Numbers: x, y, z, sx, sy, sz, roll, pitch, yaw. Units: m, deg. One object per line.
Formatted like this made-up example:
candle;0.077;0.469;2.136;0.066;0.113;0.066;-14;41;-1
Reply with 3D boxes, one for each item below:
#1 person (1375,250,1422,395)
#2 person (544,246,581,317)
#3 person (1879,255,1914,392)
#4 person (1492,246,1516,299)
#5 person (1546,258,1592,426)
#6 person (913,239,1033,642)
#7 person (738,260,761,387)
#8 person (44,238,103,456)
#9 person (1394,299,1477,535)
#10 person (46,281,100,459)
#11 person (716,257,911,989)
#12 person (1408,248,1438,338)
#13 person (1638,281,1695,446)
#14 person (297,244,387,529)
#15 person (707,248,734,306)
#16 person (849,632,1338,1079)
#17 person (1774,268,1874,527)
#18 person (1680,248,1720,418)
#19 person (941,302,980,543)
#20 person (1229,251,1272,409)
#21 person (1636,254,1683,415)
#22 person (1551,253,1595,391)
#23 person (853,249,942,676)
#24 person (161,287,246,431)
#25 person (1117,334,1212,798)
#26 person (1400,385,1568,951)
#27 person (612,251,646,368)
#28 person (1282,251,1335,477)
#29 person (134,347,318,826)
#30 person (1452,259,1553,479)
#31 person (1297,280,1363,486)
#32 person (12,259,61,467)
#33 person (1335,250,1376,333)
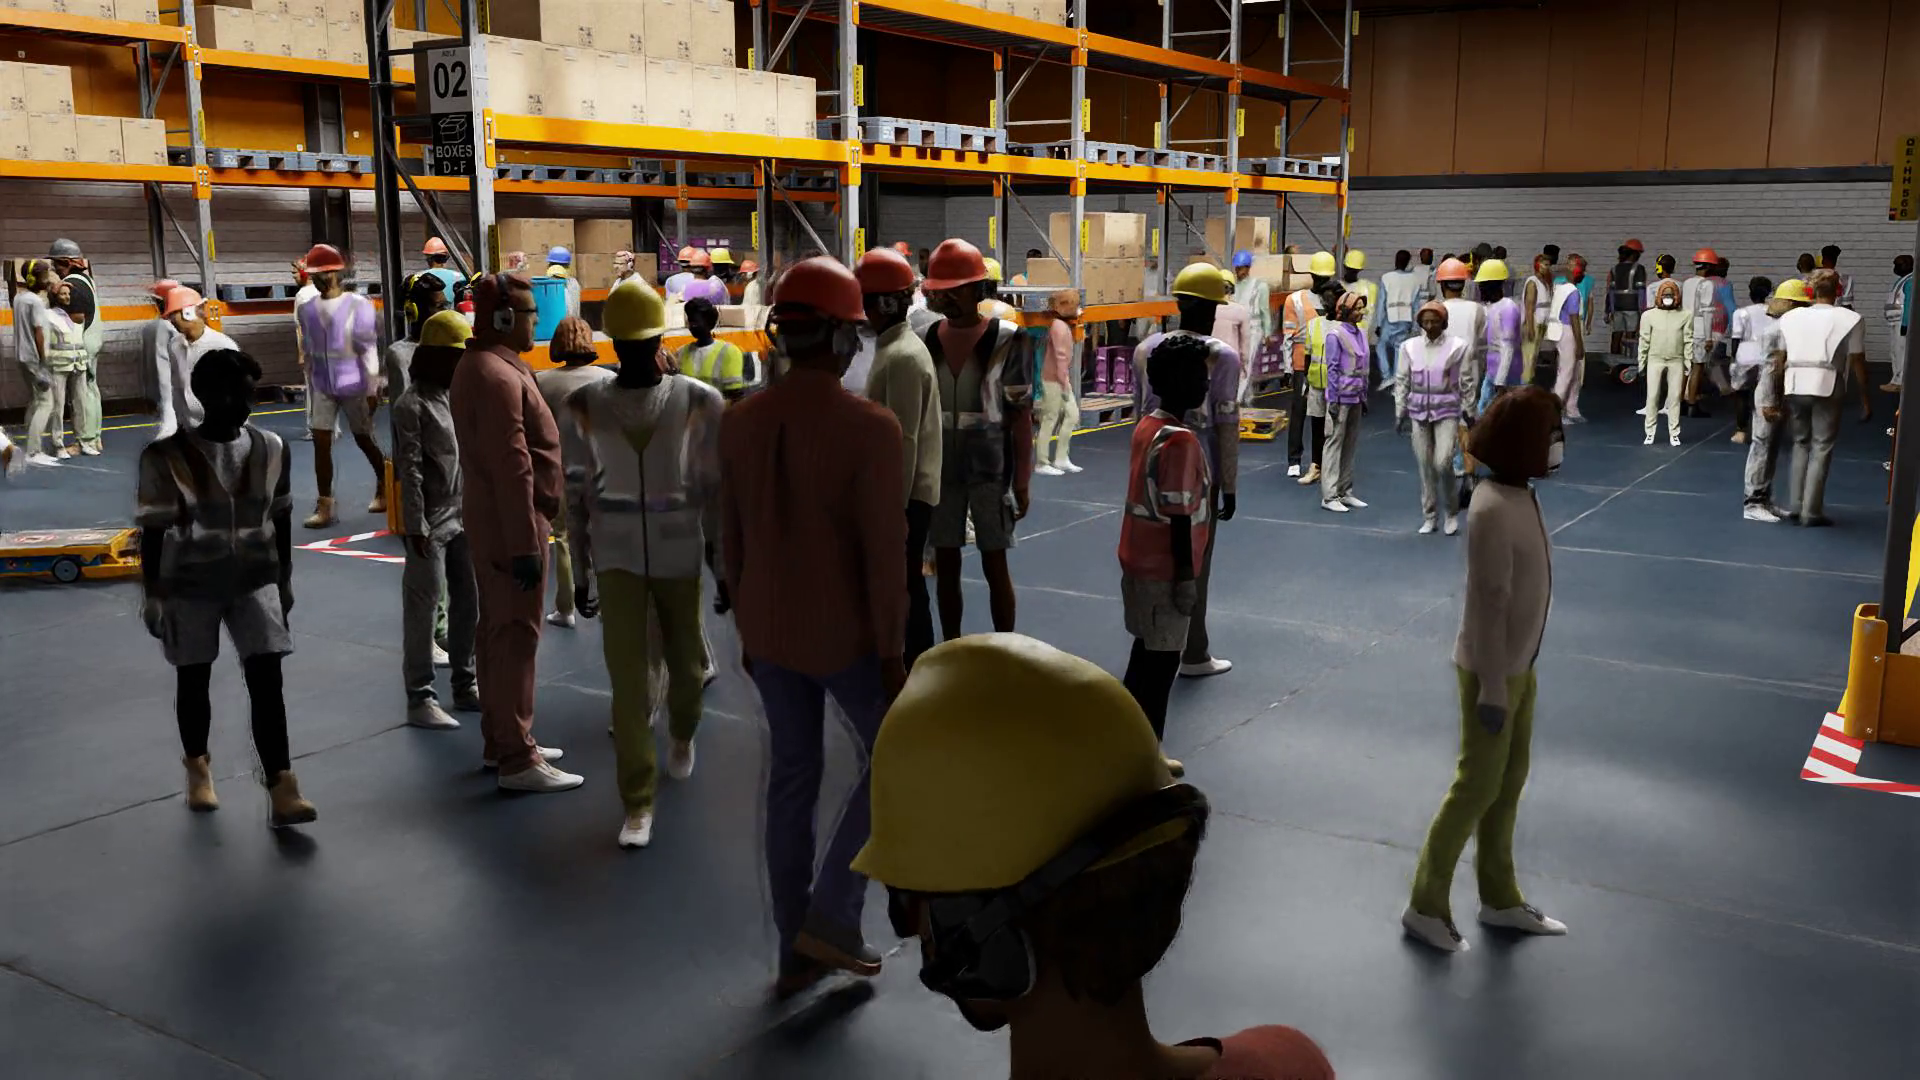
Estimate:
person;5.714;-2.838;21.759;0.613;1.893;0.464;-2;10;-12
person;-4.361;-2.246;18.327;0.383;1.951;0.605;1;10;8
person;12.622;-2.902;22.310;0.429;1.830;0.639;3;11;16
person;8.563;-3.695;26.414;0.628;1.933;0.367;-8;13;-37
person;6.684;-2.151;18.127;0.539;1.821;0.625;1;10;7
person;0.016;-0.294;7.315;0.613;2.028;0.409;4;11;22
person;-2.891;-3.001;23.081;0.343;1.746;0.561;-1;10;-5
person;-8.414;-1.822;15.727;0.538;2.000;0.687;-3;11;-16
person;3.250;-0.831;11.411;0.520;1.623;0.375;7;13;36
person;-8.315;-1.579;15.483;0.308;1.644;0.514;5;11;25
person;-0.363;0.243;4.462;0.638;1.972;0.445;7;12;33
person;7.784;-3.950;27.953;0.576;1.883;0.352;9;13;40
person;6.963;-1.739;16.430;0.506;1.622;0.298;3;11;17
person;-4.424;-1.125;11.996;0.651;2.002;1.010;2;10;9
person;-2.817;-2.451;19.521;0.369;1.928;0.585;-2;10;-11
person;0.078;0.930;1.272;0.538;1.754;0.349;-8;13;-38
person;6.094;-0.997;11.755;0.502;1.828;0.629;-8;13;-36
person;8.441;-2.358;19.020;0.390;1.927;0.548;-2;10;-9
person;0.021;-0.924;11.191;0.356;1.883;0.574;1;10;4
person;3.221;-2.369;19.166;0.653;1.887;1.022;8;13;38
person;8.120;-2.361;19.226;0.510;1.860;0.334;-2;10;-9
person;8.223;-2.920;22.356;0.571;1.840;0.374;-1;10;-4
person;-0.278;-0.189;6.838;0.408;1.986;0.617;-1;10;-6
person;-4.866;-0.789;10.894;0.701;1.728;0.461;4;11;20
person;0.742;0.105;6.021;0.320;1.692;0.536;-1;10;-7
person;1.550;0.375;4.745;0.336;1.648;0.501;6;12;28
person;-3.724;-2.279;18.664;0.400;1.902;0.648;-8;13;-37
person;3.053;-1.496;14.239;0.585;1.925;0.373;0;10;-2
person;-2.509;0.176;5.702;0.563;1.647;0.850;-8;13;-38
person;4.583;-1.423;14.032;1.042;1.872;0.597;-1;10;-5
person;3.027;-1.266;13.600;0.542;1.695;0.316;10;14;43
person;-8.337;-1.589;14.948;0.626;1.865;0.365;8;13;38
person;4.317;-2.274;18.604;0.588;1.910;0.524;6;12;29
